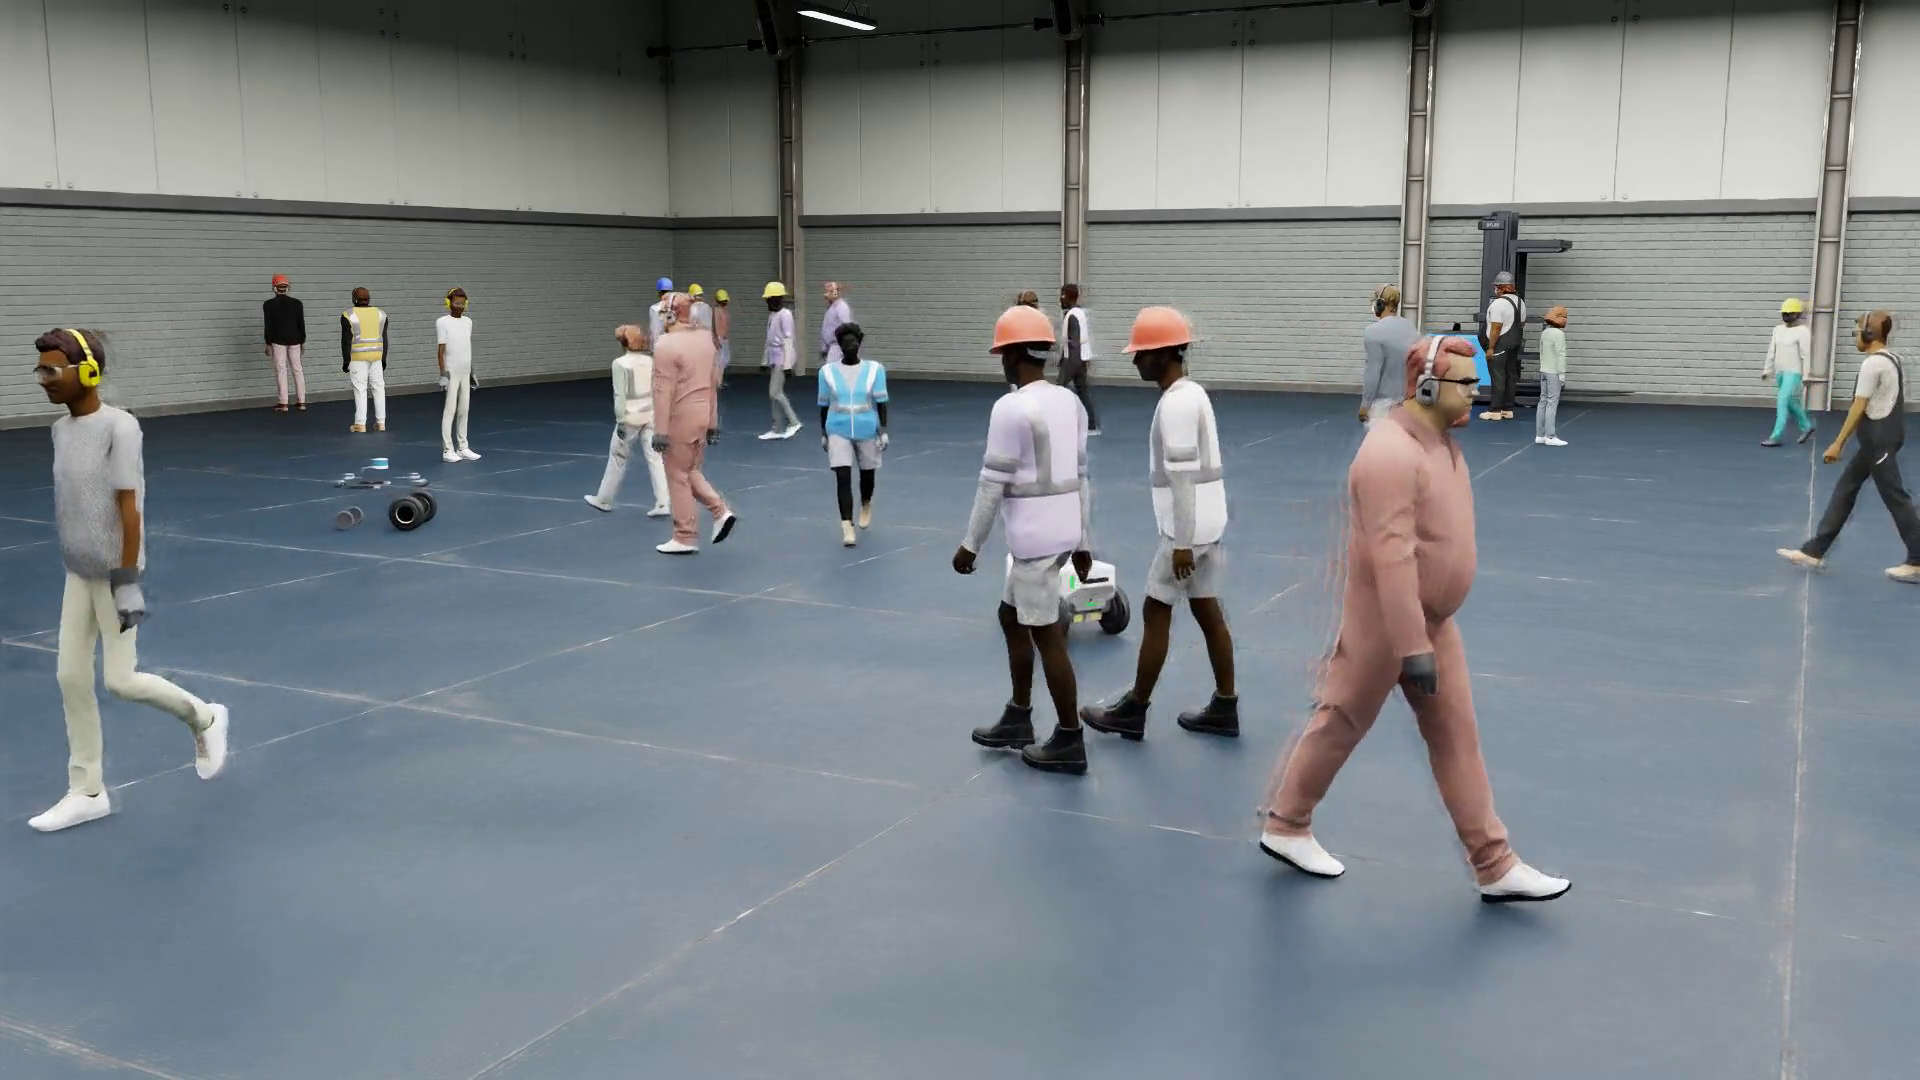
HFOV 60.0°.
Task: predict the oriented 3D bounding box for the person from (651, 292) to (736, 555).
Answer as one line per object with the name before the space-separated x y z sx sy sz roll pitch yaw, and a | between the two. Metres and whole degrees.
person | -1.982 -0.839 12.040 0.489 1.896 0.646 3 10 21

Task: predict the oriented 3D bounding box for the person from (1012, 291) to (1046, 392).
person | 0.746 -1.865 18.573 0.442 1.827 0.643 6 11 31

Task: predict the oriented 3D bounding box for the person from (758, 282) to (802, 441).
person | -2.208 -2.163 20.133 0.415 1.919 0.612 -3 10 -20

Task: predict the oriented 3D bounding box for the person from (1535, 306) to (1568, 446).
person | 7.010 -1.944 19.659 0.283 1.633 0.499 -1 9 -7

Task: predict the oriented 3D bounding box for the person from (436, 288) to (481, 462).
person | -5.422 -1.788 17.994 0.326 1.863 0.523 5 10 27

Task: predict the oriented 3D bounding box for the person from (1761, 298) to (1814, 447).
person | 9.821 -1.985 19.599 0.820 1.734 0.526 -2 10 -15

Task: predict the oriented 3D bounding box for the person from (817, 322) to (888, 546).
person | -0.815 -0.827 12.661 0.537 1.673 0.766 -1 9 -4

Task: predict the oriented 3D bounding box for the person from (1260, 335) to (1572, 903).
person | 1.463 0.261 5.438 1.034 1.845 0.668 7 12 37

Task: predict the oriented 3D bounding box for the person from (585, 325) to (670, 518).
person | -2.756 -0.989 13.875 0.860 1.587 0.545 6 11 32

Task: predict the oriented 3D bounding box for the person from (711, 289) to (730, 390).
person | -4.116 -3.462 28.740 0.413 1.723 0.587 2 9 12

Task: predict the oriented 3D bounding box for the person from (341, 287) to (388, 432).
person | -7.611 -2.305 21.248 0.429 1.844 0.627 8 12 41

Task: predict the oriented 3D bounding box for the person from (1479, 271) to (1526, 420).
person | 7.479 -2.679 23.073 0.684 2.000 0.538 -8 12 -41

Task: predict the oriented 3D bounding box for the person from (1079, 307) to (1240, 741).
person | 0.895 -0.057 7.291 0.763 1.900 0.576 2 10 14

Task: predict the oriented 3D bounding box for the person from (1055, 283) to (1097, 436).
person | 1.309 -2.240 20.737 0.913 1.881 0.606 2 9 12

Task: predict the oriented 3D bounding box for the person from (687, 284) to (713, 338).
person | -4.252 -3.211 26.859 0.404 1.833 0.589 5 11 30

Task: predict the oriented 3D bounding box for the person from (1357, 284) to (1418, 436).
person | 3.553 -1.167 13.929 0.629 1.940 0.373 -8 12 -42

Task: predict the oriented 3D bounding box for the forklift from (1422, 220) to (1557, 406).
forklift | 8.245 -3.527 25.720 1.873 2.768 1.129 5 10 27

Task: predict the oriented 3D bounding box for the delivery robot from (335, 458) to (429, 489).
delivery robot | -4.650 -0.542 13.372 0.698 0.223 0.335 -1 9 -4

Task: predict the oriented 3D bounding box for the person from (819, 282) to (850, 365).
person | -1.777 -2.701 23.556 0.453 1.885 0.635 -2 9 -13

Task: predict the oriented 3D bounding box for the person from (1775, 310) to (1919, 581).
person | 6.098 -0.636 11.140 0.987 1.785 0.497 6 11 34

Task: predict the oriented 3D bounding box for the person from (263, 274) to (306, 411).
person | -9.947 -2.907 24.488 0.395 1.993 0.614 9 13 42

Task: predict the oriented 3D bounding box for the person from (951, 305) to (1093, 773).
person | 0.238 -0.006 6.874 0.735 1.899 0.534 5 11 30

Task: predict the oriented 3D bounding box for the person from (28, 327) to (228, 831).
person | -3.167 0.123 6.260 0.531 1.848 0.698 5 10 27

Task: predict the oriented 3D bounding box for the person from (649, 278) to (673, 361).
person | -4.021 -2.627 22.899 0.604 1.949 0.398 -9 13 -44

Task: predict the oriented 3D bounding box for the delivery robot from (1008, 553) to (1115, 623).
delivery robot | 0.574 0.207 9.551 0.477 0.478 0.707 -5 11 -31
